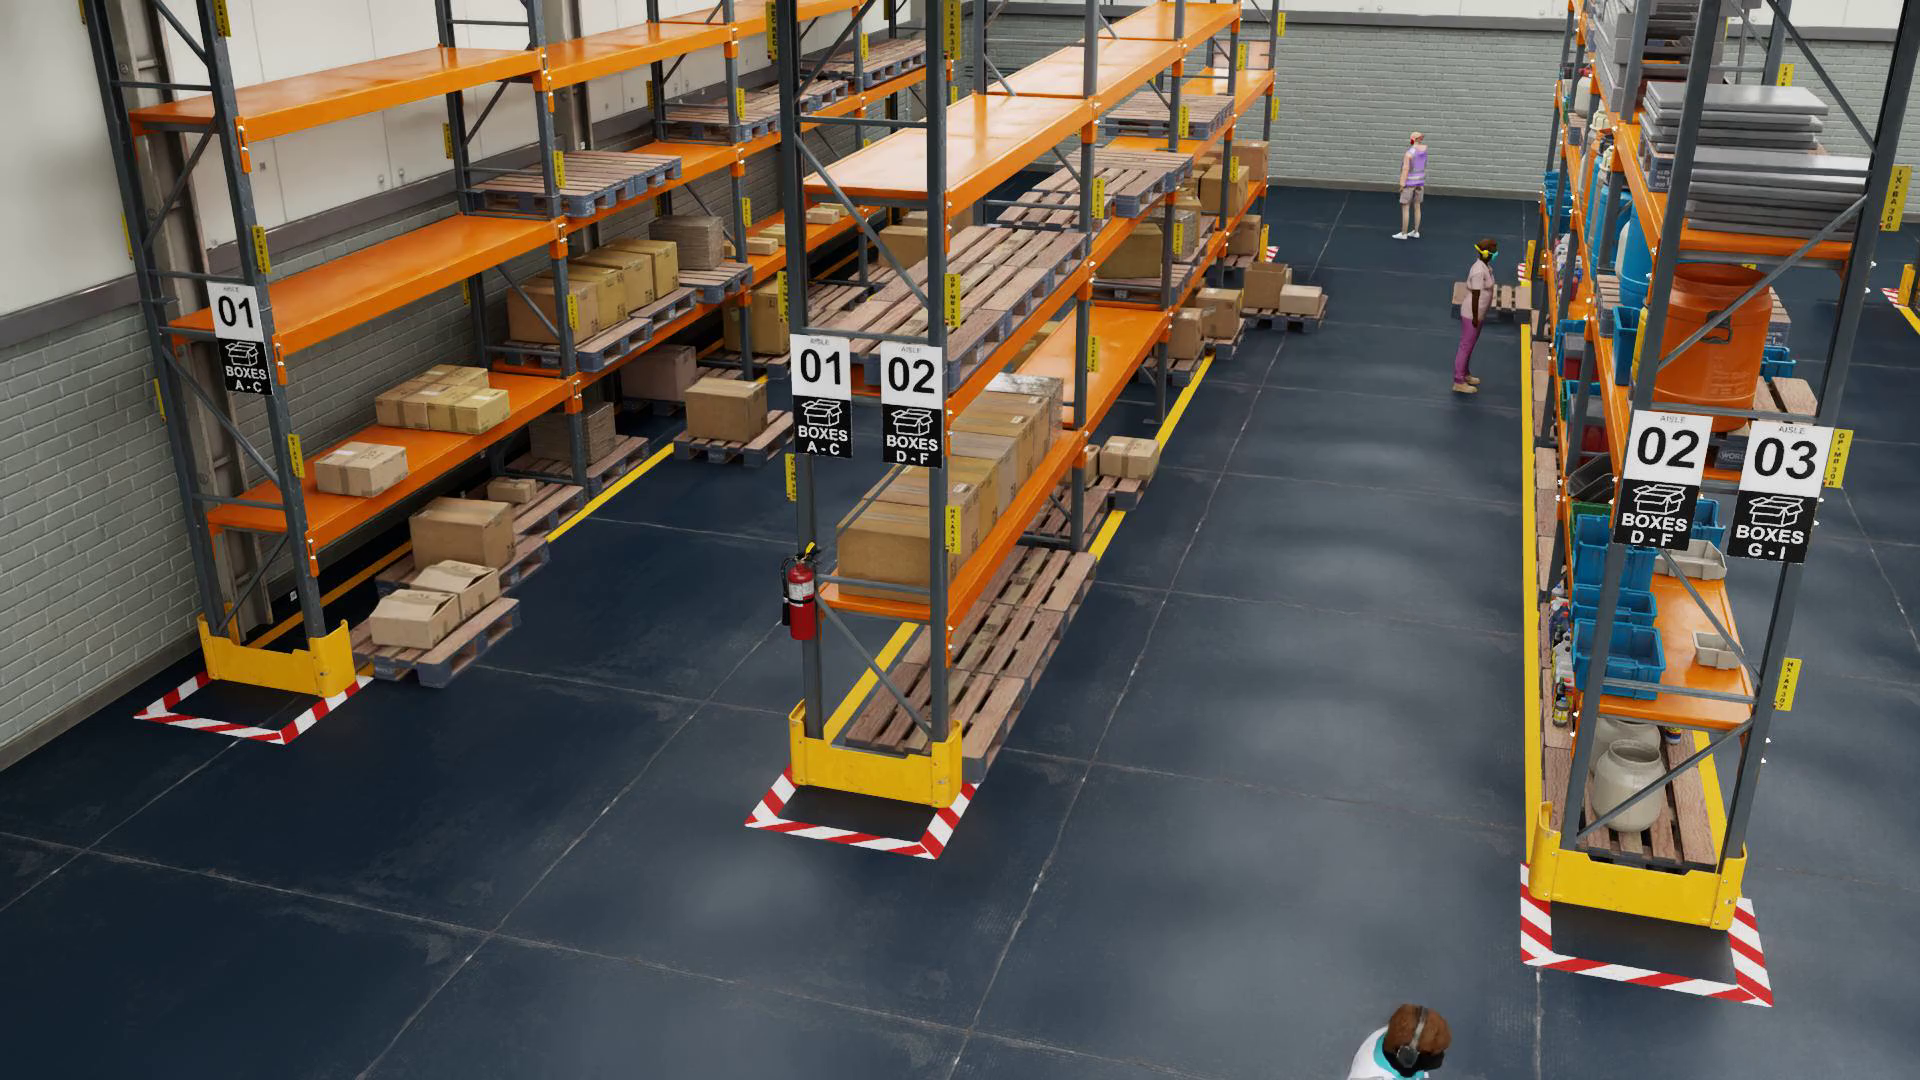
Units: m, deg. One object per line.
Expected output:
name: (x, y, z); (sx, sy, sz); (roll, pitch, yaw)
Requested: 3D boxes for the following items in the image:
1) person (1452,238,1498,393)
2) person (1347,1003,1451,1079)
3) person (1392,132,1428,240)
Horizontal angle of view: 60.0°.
person: (5.993, -2.620, 19.329); (0.336, 1.795, 0.512); (9, 25, 21)
person: (1.829, 2.687, 7.013); (0.960, 1.781, 0.649); (8, 25, 19)
person: (7.186, -5.623, 26.422); (0.489, 1.688, 0.347); (-13, 27, -28)
